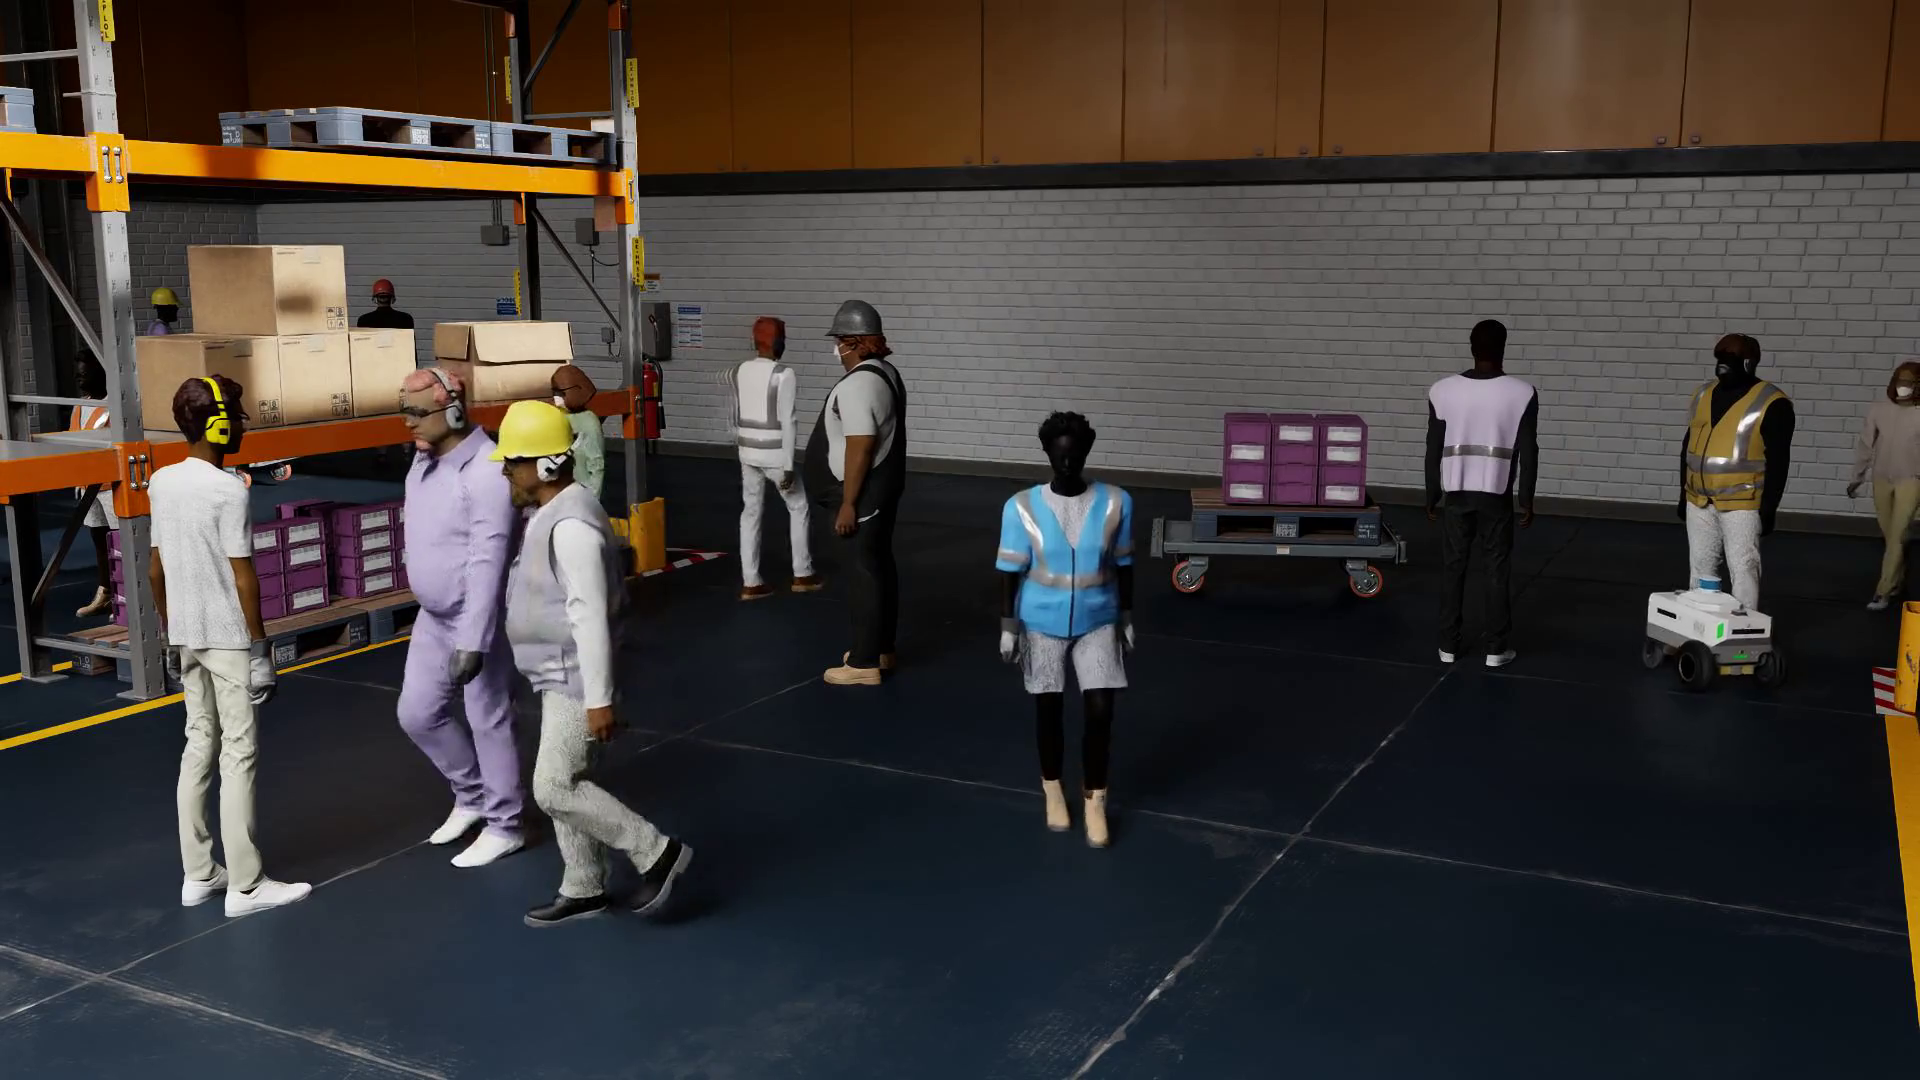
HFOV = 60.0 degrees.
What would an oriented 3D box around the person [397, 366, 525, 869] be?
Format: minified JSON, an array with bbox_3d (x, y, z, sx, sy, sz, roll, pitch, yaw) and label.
[{"bbox_3d":[-1.817,0.300,6.114,0.668,1.873,0.450,8,13,40],"label":"person"}]

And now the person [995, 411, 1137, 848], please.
[{"bbox_3d":[0.412,0.347,6.392,0.555,1.672,0.602,0,10,0],"label":"person"}]

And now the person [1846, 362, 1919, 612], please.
[{"bbox_3d":[6.120,-0.371,10.821,0.852,1.592,0.500,-7,12,-35],"label":"person"}]

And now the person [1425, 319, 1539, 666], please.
[{"bbox_3d":[2.875,-0.255,9.212,0.597,1.915,0.370,5,11,25],"label":"person"}]

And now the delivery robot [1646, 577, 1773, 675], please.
[{"bbox_3d":[3.983,0.439,8.857,0.477,0.478,0.707,-1,10,-8],"label":"delivery robot"}]

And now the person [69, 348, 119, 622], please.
[{"bbox_3d":[-5.315,-0.339,10.335,0.533,1.697,0.318,5,11,28],"label":"person"}]

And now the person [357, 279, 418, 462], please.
[{"bbox_3d":[-6.245,-1.845,18.187,0.612,1.995,0.376,-5,11,-26],"label":"person"}]

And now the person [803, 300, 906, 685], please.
[{"bbox_3d":[-0.564,-0.259,8.872,0.538,2.000,0.689,2,10,14],"label":"person"}]

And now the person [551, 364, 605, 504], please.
[{"bbox_3d":[-2.260,-0.216,9.803,0.286,1.633,0.498,-9,13,-41],"label":"person"}]

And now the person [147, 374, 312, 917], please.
[{"bbox_3d":[-2.565,0.365,5.761,0.534,1.868,0.309,6,11,30],"label":"person"}]

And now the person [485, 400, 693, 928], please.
[{"bbox_3d":[-1.265,0.435,5.531,0.547,1.809,0.639,-4,10,-20],"label":"person"}]

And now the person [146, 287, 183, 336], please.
[{"bbox_3d":[-8.105,-1.612,17.031,0.378,1.928,0.585,-6,11,-30],"label":"person"}]

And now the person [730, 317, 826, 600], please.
[{"bbox_3d":[-1.210,-0.546,11.069,0.581,1.861,0.770,6,11,31],"label":"person"}]

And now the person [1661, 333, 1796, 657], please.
[{"bbox_3d":[4.237,-0.216,9.201,0.430,1.845,0.621,-5,11,-27],"label":"person"}]

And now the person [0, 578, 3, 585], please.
[{"bbox_3d":[-6.821,-0.568,11.239,0.429,1.844,0.626,6,11,30],"label":"person"}]
